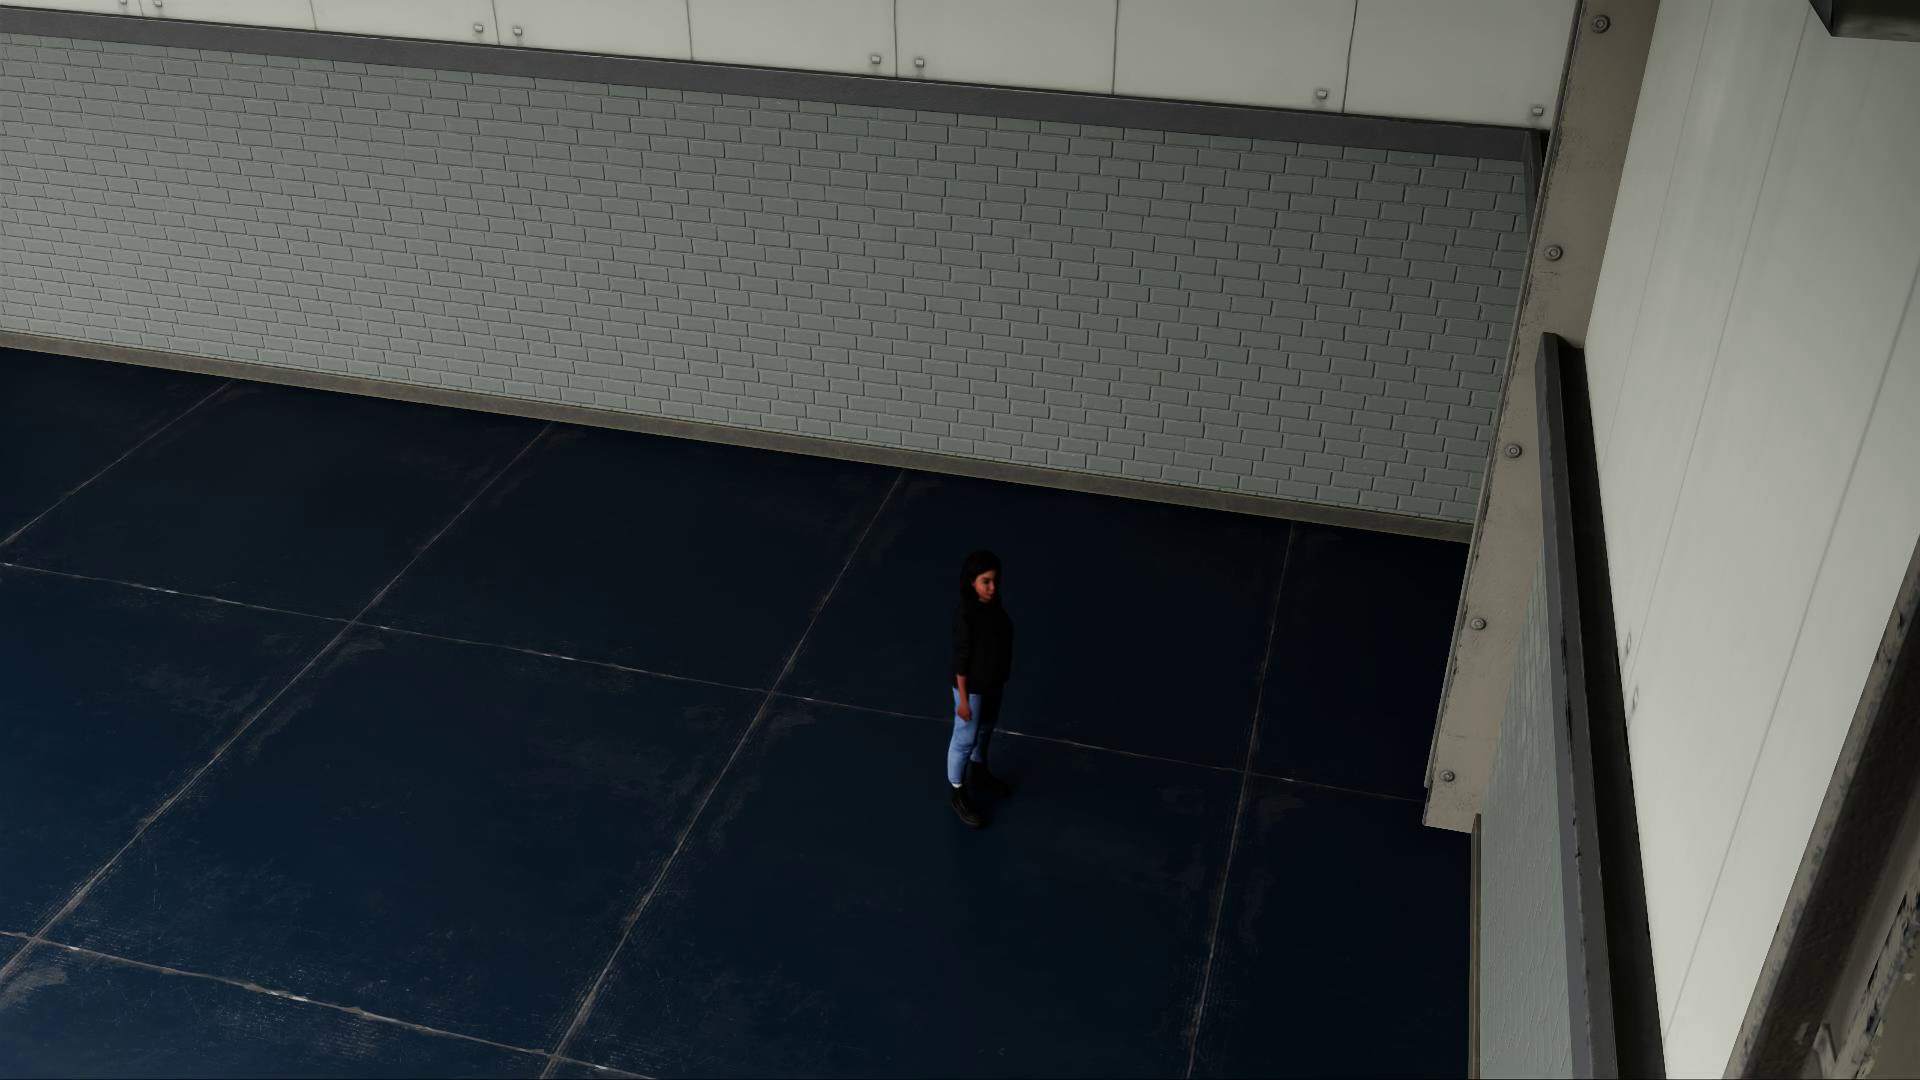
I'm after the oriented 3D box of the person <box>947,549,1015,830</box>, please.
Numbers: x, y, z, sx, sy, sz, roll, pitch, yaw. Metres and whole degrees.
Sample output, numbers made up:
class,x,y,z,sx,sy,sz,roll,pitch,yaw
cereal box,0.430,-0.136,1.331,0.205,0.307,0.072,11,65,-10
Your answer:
class,x,y,z,sx,sy,sz,roll,pitch,yaw
person,0.096,0.793,9.213,0.704,1.701,0.581,20,37,28
